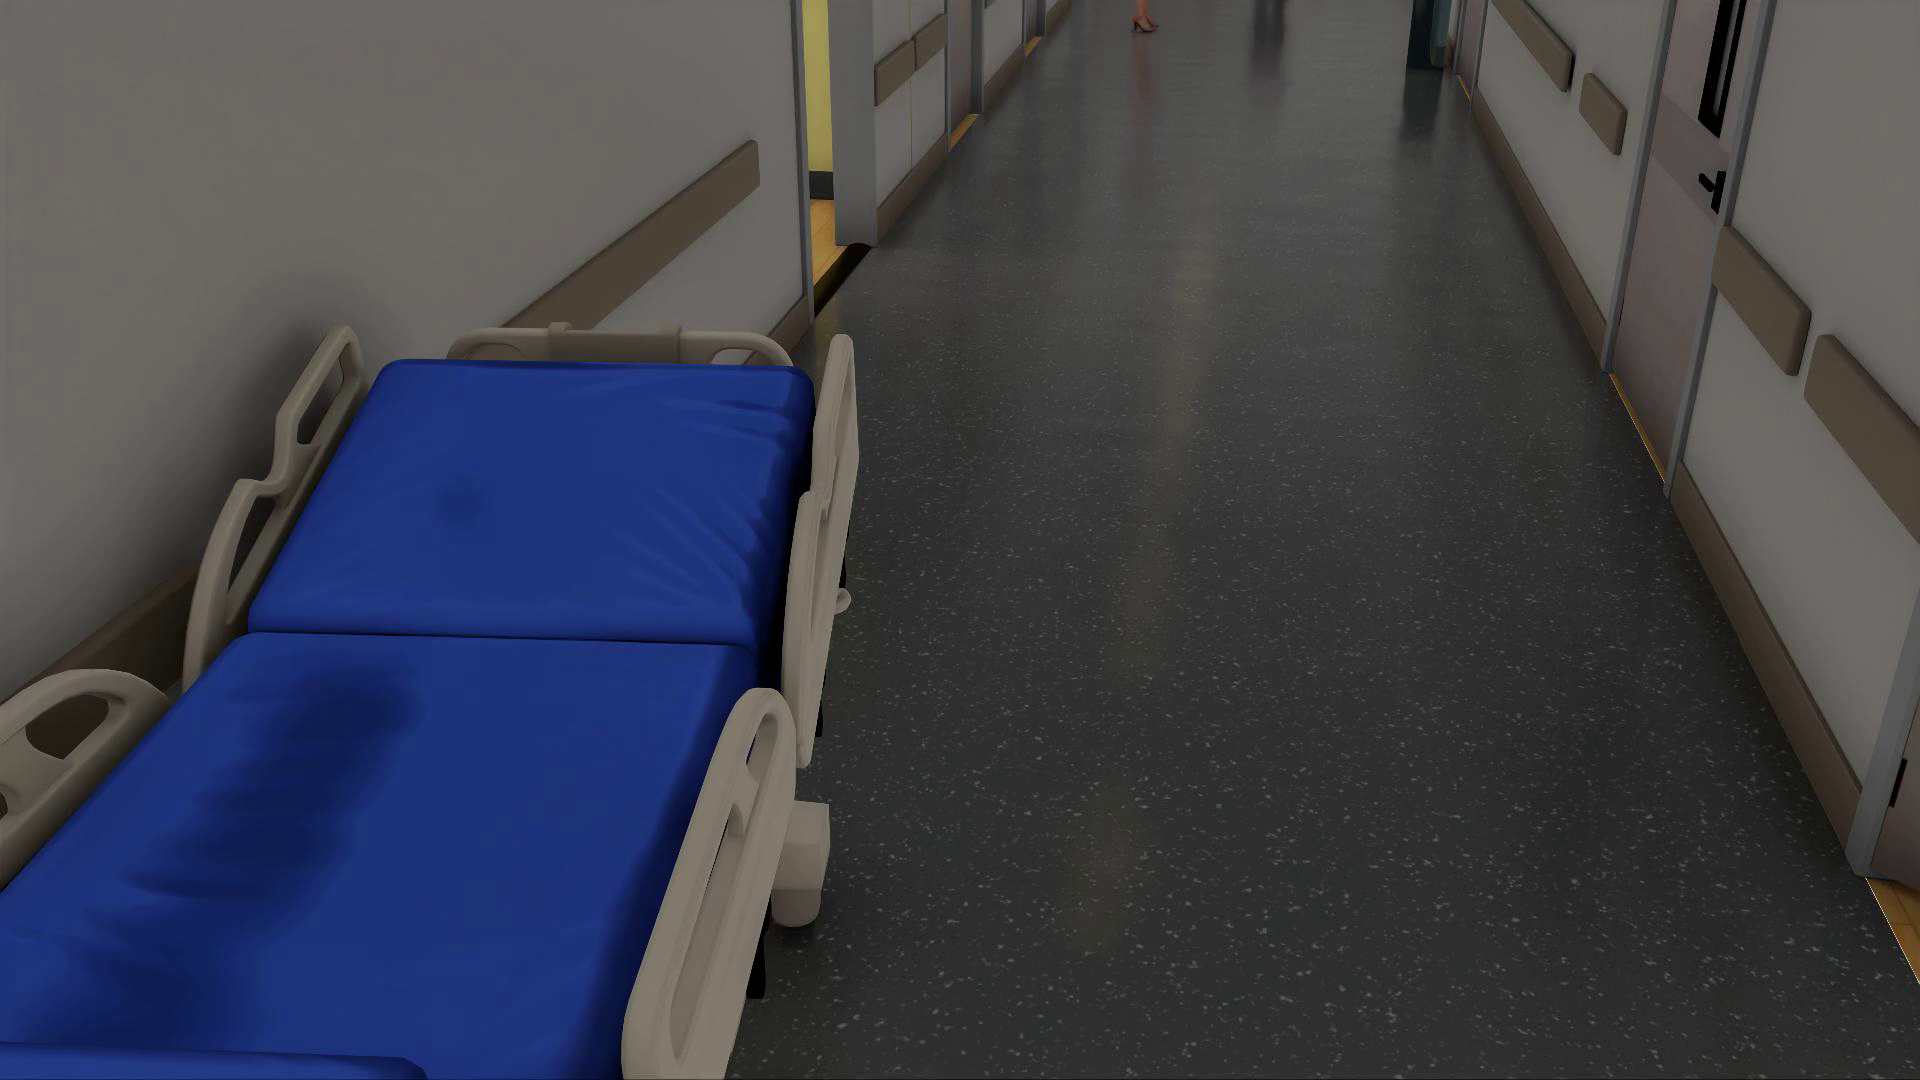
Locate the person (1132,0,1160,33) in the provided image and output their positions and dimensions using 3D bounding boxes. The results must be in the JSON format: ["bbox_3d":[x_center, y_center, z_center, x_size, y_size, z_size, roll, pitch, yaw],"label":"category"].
[{"bbox_3d":[1.732,-5.495,14.919,0.650,1.769,0.685,7,27,15],"label":"person"}]
